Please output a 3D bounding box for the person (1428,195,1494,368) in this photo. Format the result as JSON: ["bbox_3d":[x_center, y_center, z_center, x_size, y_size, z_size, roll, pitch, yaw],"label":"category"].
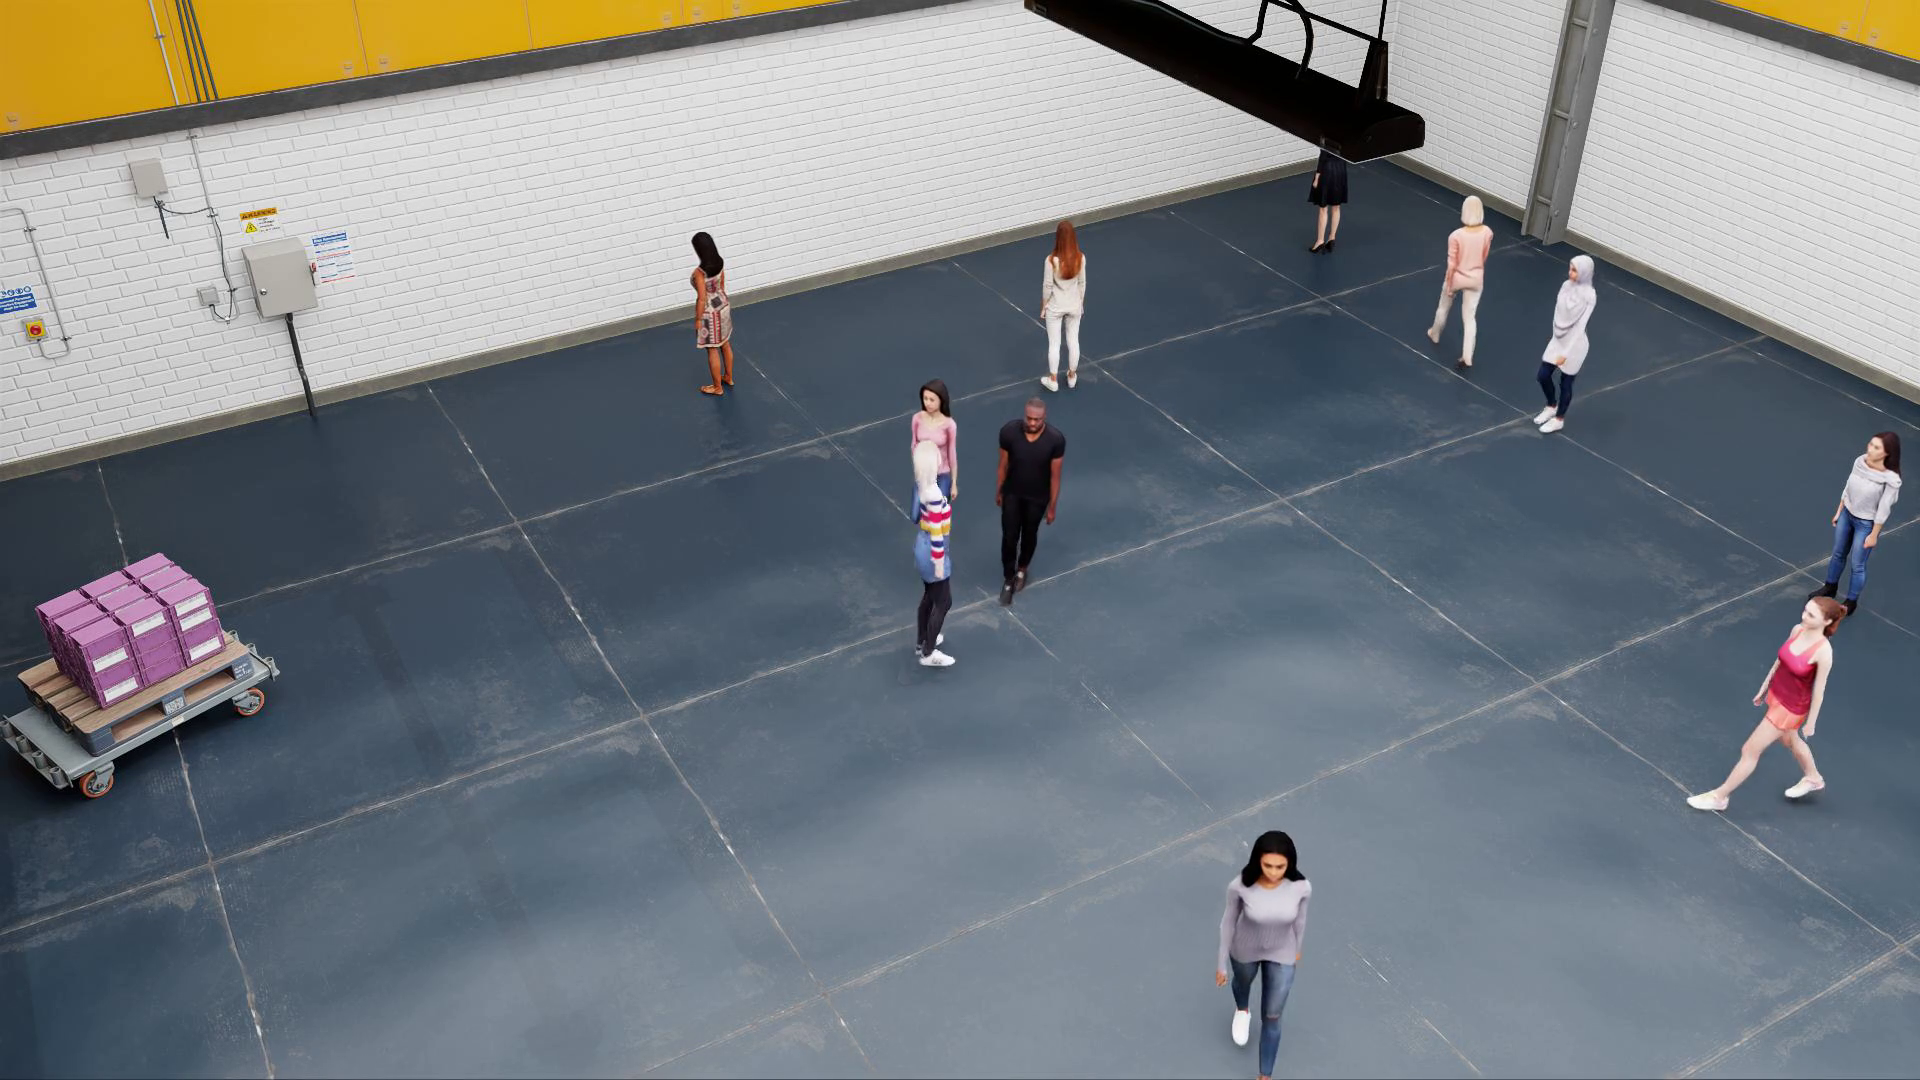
[{"bbox_3d":[5.004,-2.523,16.370,0.958,1.686,1.193,-2,34,-2],"label":"person"}]

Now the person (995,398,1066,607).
[{"bbox_3d":[0.545,-0.384,13.056,0.898,1.793,0.958,7,34,10],"label":"person"}]

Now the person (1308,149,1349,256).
[{"bbox_3d":[4.152,-4.052,18.616,0.600,1.747,0.568,-15,37,-22],"label":"person"}]

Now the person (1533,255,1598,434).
[{"bbox_3d":[5.622,-1.775,15.177,0.703,1.762,0.591,-12,35,-17],"label":"person"}]

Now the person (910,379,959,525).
[{"bbox_3d":[-0.165,-0.538,13.340,0.777,1.734,0.828,12,35,17],"label":"person"}]

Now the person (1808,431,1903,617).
[{"bbox_3d":[6.961,-0.141,12.838,0.710,1.628,0.548,-8,35,-12],"label":"person"}]

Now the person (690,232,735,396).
[{"bbox_3d":[-2.363,-2.175,15.886,0.726,1.642,0.725,16,37,23],"label":"person"}]

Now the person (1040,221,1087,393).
[{"bbox_3d":[0.996,-2.230,15.905,0.644,1.713,0.629,-9,35,-13],"label":"person"}]

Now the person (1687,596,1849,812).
[{"bbox_3d":[5.506,1.088,10.916,1.012,1.710,1.180,-2,34,-3],"label":"person"}]

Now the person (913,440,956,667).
[{"bbox_3d":[-0.229,0.116,12.313,0.858,1.782,0.588,-1,34,-2],"label":"person"}]

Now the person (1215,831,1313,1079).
[{"bbox_3d":[1.667,2.213,9.231,1.012,1.701,1.139,4,34,6],"label":"person"}]
